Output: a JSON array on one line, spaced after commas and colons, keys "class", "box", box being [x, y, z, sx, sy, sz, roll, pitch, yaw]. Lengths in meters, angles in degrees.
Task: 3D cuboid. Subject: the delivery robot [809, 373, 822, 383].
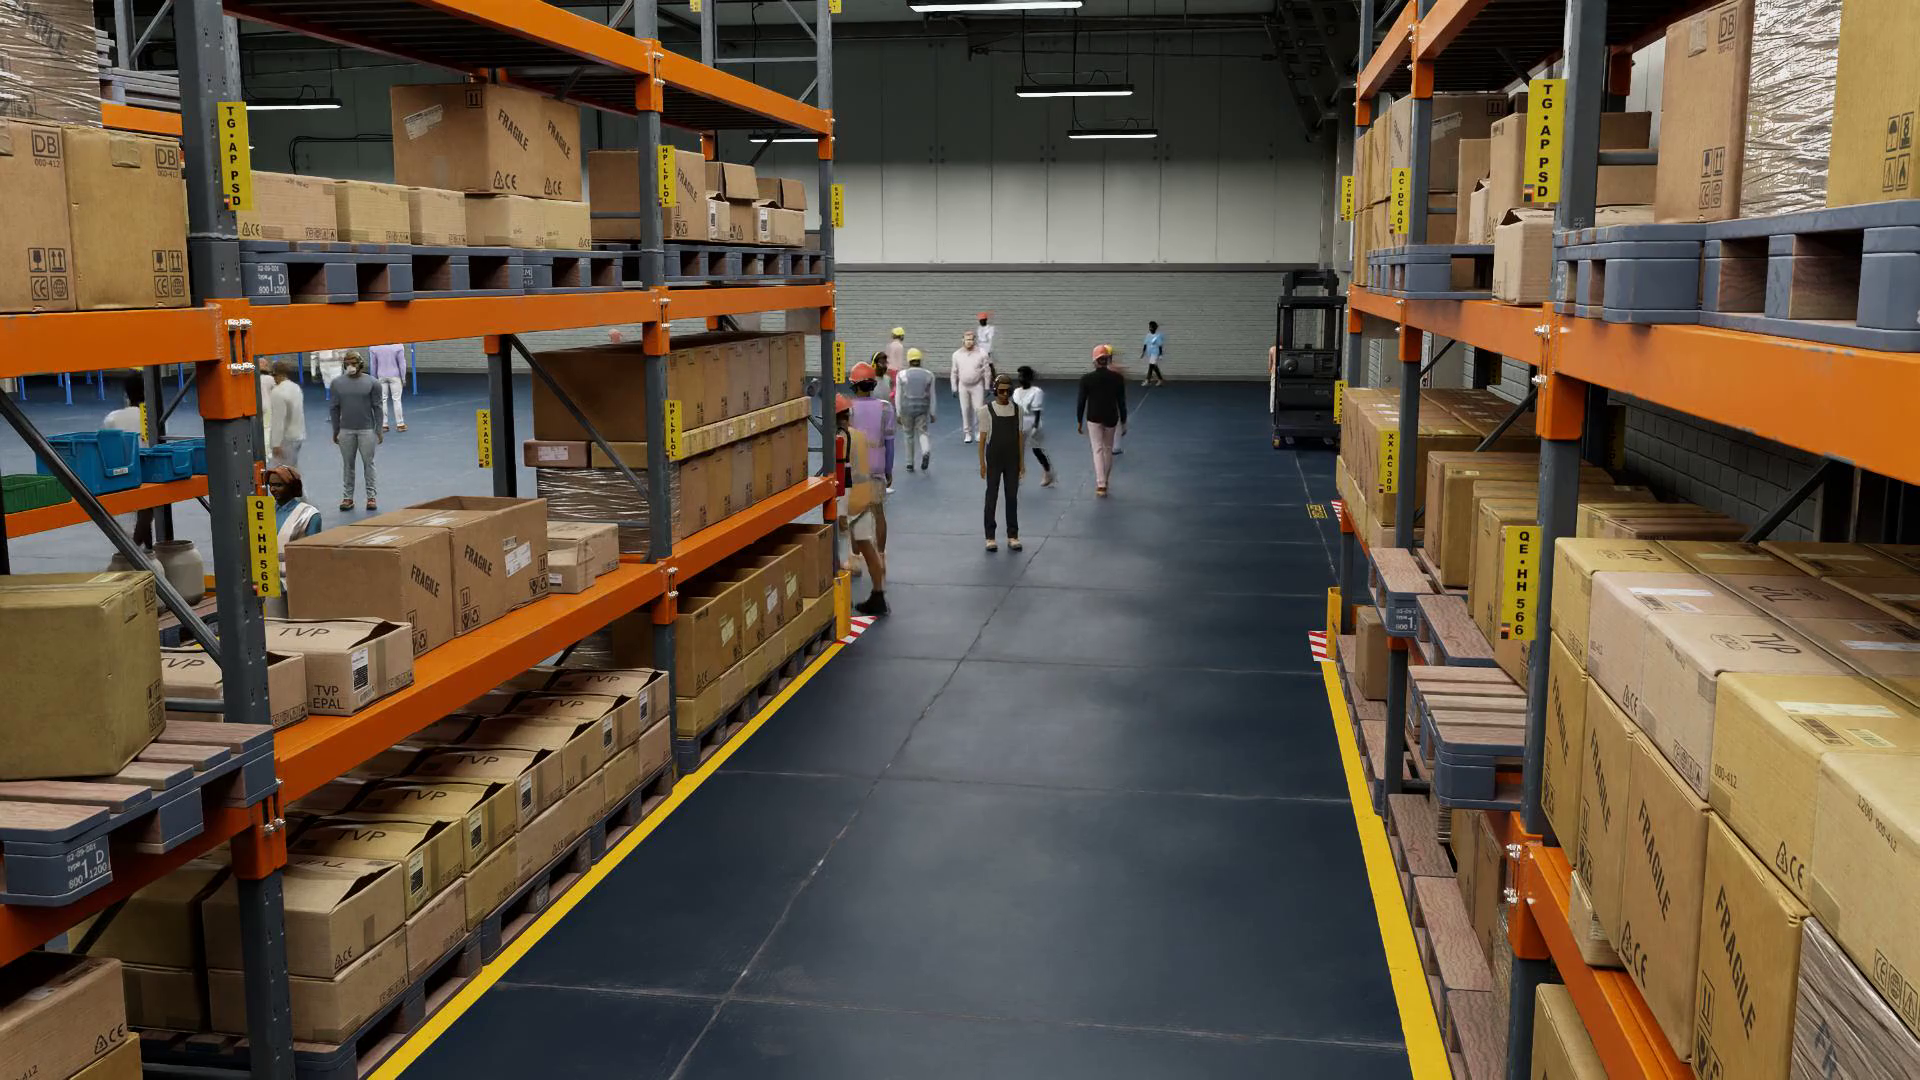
[{"class": "delivery robot", "box": [-3.201, -3.790, 38.806, 0.335, 0.223, 0.698, 8, 12, 41]}]

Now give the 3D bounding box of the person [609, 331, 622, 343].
[{"class": "person", "box": [-6.159, -2.808, 29.738, 0.647, 1.856, 0.998, -4, 10, -22]}]

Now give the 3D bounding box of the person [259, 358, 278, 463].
[{"class": "person", "box": [-10.665, -1.992, 25.494, 0.518, 1.588, 0.866, -1, 9, -7]}]

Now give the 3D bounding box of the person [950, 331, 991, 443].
[{"class": "person", "box": [0.168, -2.595, 28.273, 0.685, 1.890, 0.480, 1, 9, 9]}]

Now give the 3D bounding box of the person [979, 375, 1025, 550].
[{"class": "person", "box": [0.442, -0.818, 17.493, 0.503, 1.839, 0.329, -3, 10, -19]}]

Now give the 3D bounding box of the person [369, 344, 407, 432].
[{"class": "person", "box": [-10.399, -2.945, 30.293, 0.627, 1.941, 0.373, 0, 9, -2]}]

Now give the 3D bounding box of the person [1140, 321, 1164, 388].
[{"class": "person", "box": [4.869, -4.679, 41.873, 0.890, 1.652, 0.535, -6, 11, -32]}]

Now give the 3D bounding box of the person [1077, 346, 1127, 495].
[{"class": "person", "box": [1.861, -1.580, 21.905, 0.619, 1.945, 1.004, -2, 9, -10]}]

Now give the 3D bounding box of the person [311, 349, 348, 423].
[{"class": "person", "box": [-12.095, -3.229, 31.872, 0.628, 1.984, 0.936, 1, 9, 5]}]

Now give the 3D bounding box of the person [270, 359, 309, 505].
[{"class": "person", "box": [-7.730, -1.116, 19.163, 0.354, 1.902, 0.750, -1, 9, -3]}]

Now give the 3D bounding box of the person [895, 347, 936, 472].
[{"class": "person", "box": [-0.643, -1.883, 24.122, 0.598, 1.814, 0.628, -2, 9, -13]}]

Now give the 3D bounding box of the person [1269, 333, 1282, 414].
[{"class": "person", "box": [6.537, -3.392, 33.970, 0.514, 1.641, 0.308, 8, 12, 40]}]

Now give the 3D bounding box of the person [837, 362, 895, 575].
[{"class": "person", "box": [-0.931, -0.697, 16.094, 0.608, 2.048, 0.369, -4, 10, -24]}]

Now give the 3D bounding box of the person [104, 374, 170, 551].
[{"class": "person", "box": [-8.018, -0.656, 16.230, 0.613, 1.932, 0.964, 0, 9, 1]}]

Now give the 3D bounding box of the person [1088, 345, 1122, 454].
[{"class": "person", "box": [2.308, -2.245, 26.624, 0.545, 1.712, 0.901, -7, 12, -38]}]

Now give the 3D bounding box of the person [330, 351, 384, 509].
[{"class": "person", "box": [-7.402, -1.347, 20.440, 0.629, 1.940, 0.379, -1, 9, -7]}]

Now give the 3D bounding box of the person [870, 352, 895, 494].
[{"class": "person", "box": [-1.055, -1.532, 21.799, 0.311, 1.868, 0.532, 7, 11, 36]}]

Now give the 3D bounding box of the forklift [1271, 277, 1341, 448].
[{"class": "forklift", "box": [5.847, -3.016, 27.970, 1.129, 2.768, 1.873, 1, 9, 9]}]

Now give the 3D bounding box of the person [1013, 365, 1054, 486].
[{"class": "person", "box": [0.937, -1.526, 22.365, 0.528, 1.668, 0.811, 7, 12, 38]}]

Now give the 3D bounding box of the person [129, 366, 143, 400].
[{"class": "person", "box": [-11.003, -1.583, 22.537, 0.542, 1.722, 0.878, 8, 12, 40]}]

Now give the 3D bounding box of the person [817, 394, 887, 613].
[{"class": "person", "box": [-0.976, -0.300, 14.128, 0.749, 1.883, 0.686, 2, 10, 15]}]

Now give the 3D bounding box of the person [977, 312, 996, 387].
[{"class": "person", "box": [0.599, -4.742, 41.551, 0.567, 1.888, 0.989, 8, 12, 40]}]

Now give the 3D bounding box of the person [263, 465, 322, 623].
[{"class": "person", "box": [-4.482, 0.313, 11.123, 0.514, 1.641, 0.307, 2, 9, 12]}]

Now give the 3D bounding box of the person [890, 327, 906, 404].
[{"class": "person", "box": [-1.314, -3.544, 34.533, 0.460, 1.755, 0.540, -4, 10, -21]}]
